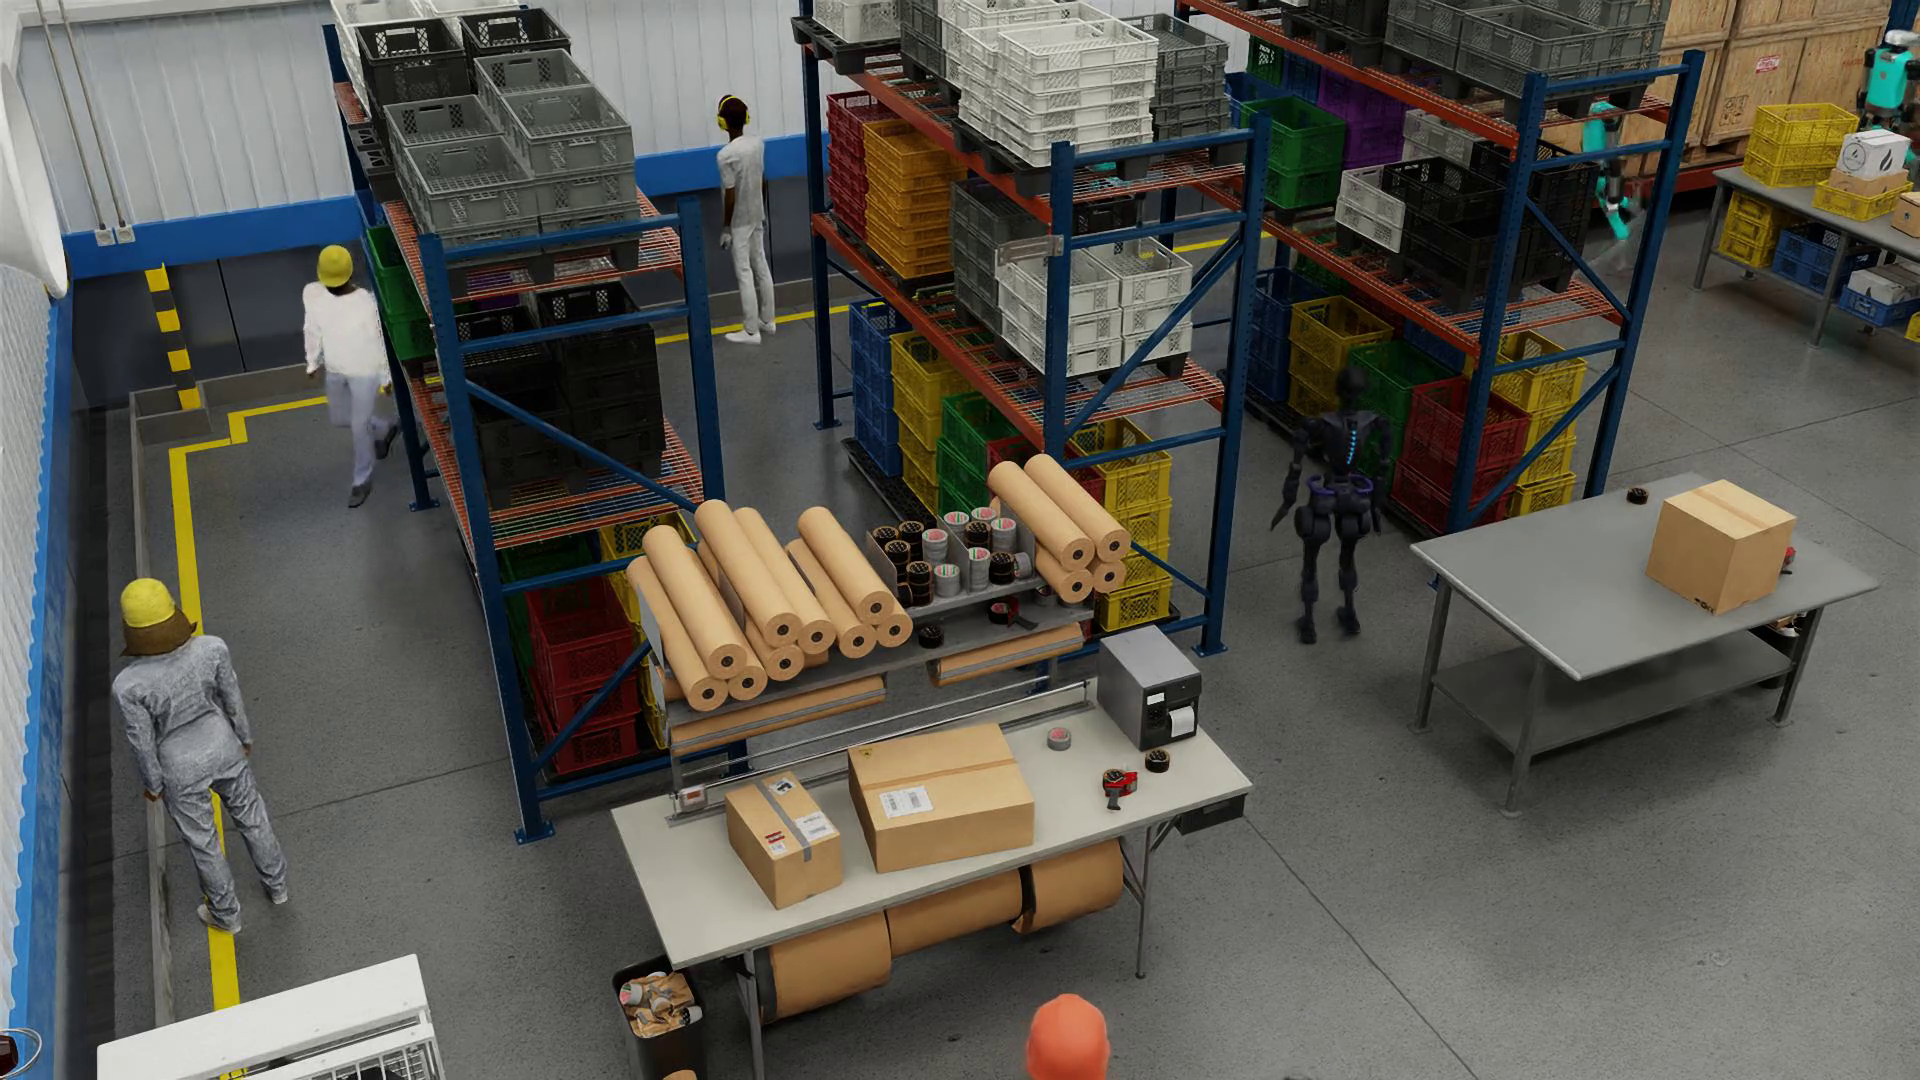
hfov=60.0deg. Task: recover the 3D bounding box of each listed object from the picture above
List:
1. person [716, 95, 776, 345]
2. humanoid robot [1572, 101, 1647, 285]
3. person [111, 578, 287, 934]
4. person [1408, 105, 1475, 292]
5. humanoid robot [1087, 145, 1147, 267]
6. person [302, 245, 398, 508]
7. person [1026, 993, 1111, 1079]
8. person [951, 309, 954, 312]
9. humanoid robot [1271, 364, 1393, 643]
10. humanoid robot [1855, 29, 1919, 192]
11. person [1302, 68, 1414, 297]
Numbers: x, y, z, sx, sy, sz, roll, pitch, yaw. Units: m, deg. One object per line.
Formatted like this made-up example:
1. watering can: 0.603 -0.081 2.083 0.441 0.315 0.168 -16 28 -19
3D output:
1. person: -1.603 -2.341 12.251 0.332 1.866 0.507 17 36 26
2. humanoid robot: 5.266 -2.807 13.144 0.938 1.737 0.530 -4 32 -7
3. person: -3.250 0.921 7.068 0.319 1.740 0.488 25 39 34
4. person: 3.532 -2.263 12.156 0.345 1.837 0.500 -27 41 -37
5. humanoid robot: 1.107 -2.247 12.263 0.548 1.814 0.900 2 32 3
6. person: -3.748 -1.082 10.327 0.586 1.717 0.593 9 33 14
7. person: 0.299 2.102 4.973 0.545 1.933 0.376 6 32 10
8. person: 0.115 -2.480 12.472 0.329 1.872 0.509 -5 32 -8
9. humanoid robot: 1.992 -0.195 8.946 0.595 1.656 0.372 -3 32 -5
10. humanoid robot: 8.144 -3.556 14.382 0.991 1.772 0.534 -15 34 -22
11. person: 3.129 -2.833 12.921 0.859 2.012 0.613 -10 33 -15
